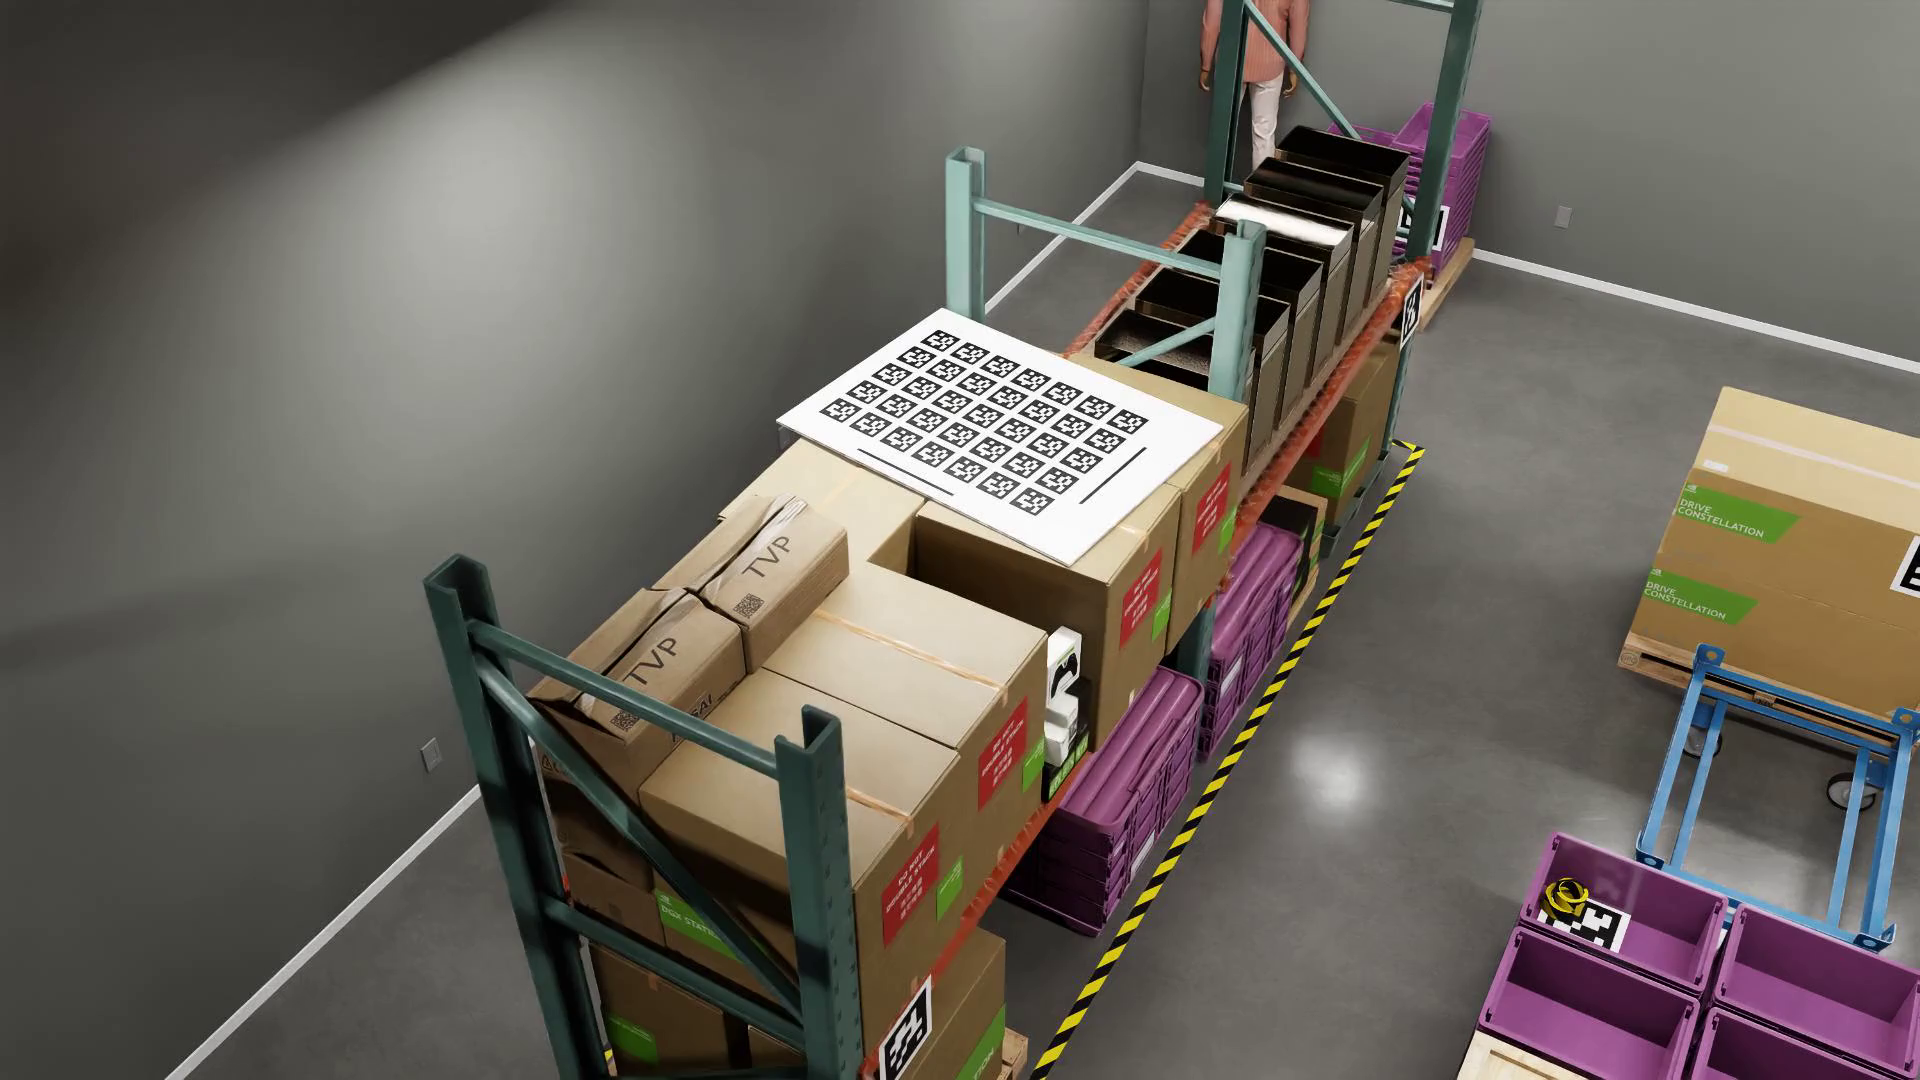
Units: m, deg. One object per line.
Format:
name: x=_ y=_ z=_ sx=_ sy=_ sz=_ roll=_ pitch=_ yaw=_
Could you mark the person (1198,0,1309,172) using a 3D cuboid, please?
person: x=1.734 y=-2.849 z=9.949 sx=0.623 sy=1.991 sz=0.396 roll=4 pitch=40 yaw=5
